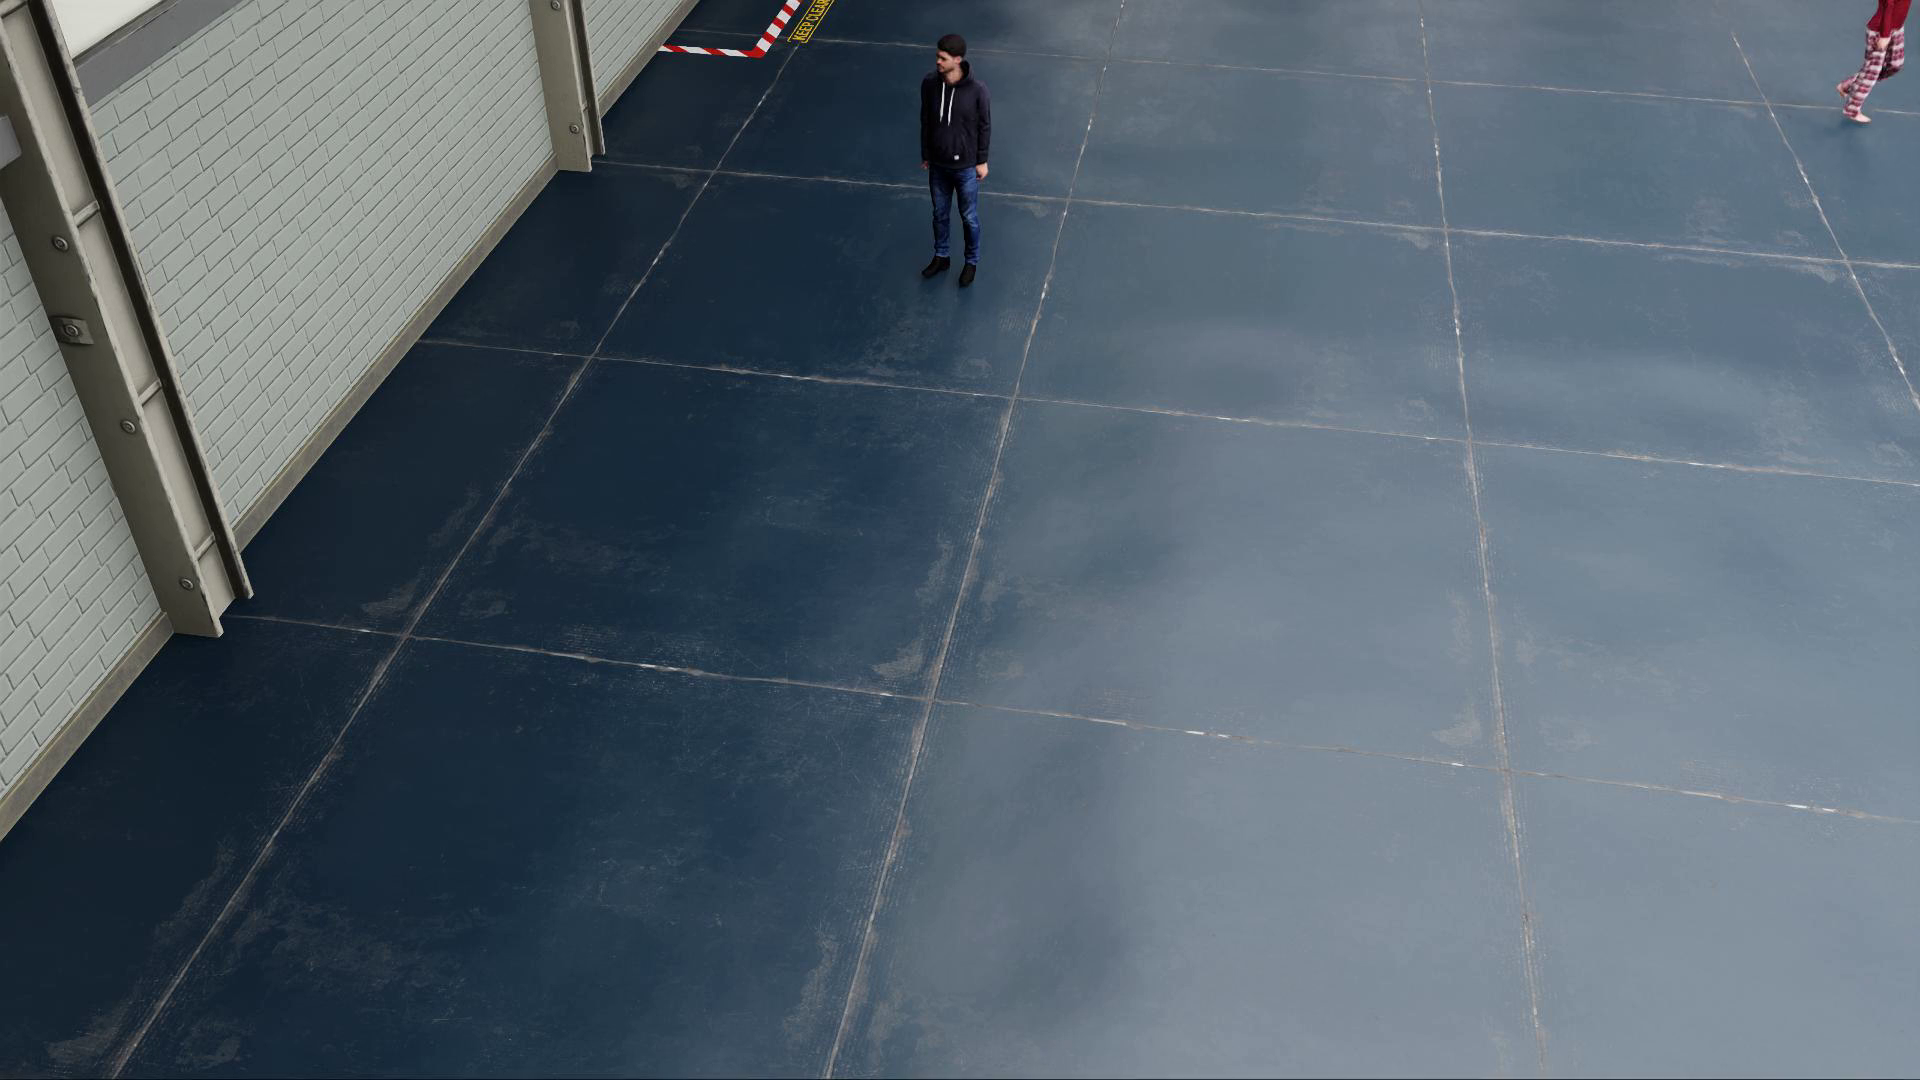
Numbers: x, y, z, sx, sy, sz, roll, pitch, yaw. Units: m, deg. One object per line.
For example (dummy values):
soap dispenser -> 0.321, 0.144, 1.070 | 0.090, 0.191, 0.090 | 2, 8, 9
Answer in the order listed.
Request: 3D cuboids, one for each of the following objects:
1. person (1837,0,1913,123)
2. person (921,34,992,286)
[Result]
person -> 7.901, -4.438, 14.316 | 0.786, 1.685, 0.848 | -28, 46, -31
person -> -0.029, -2.752, 11.995 | 0.730, 1.889, 0.652 | 15, 40, 18
